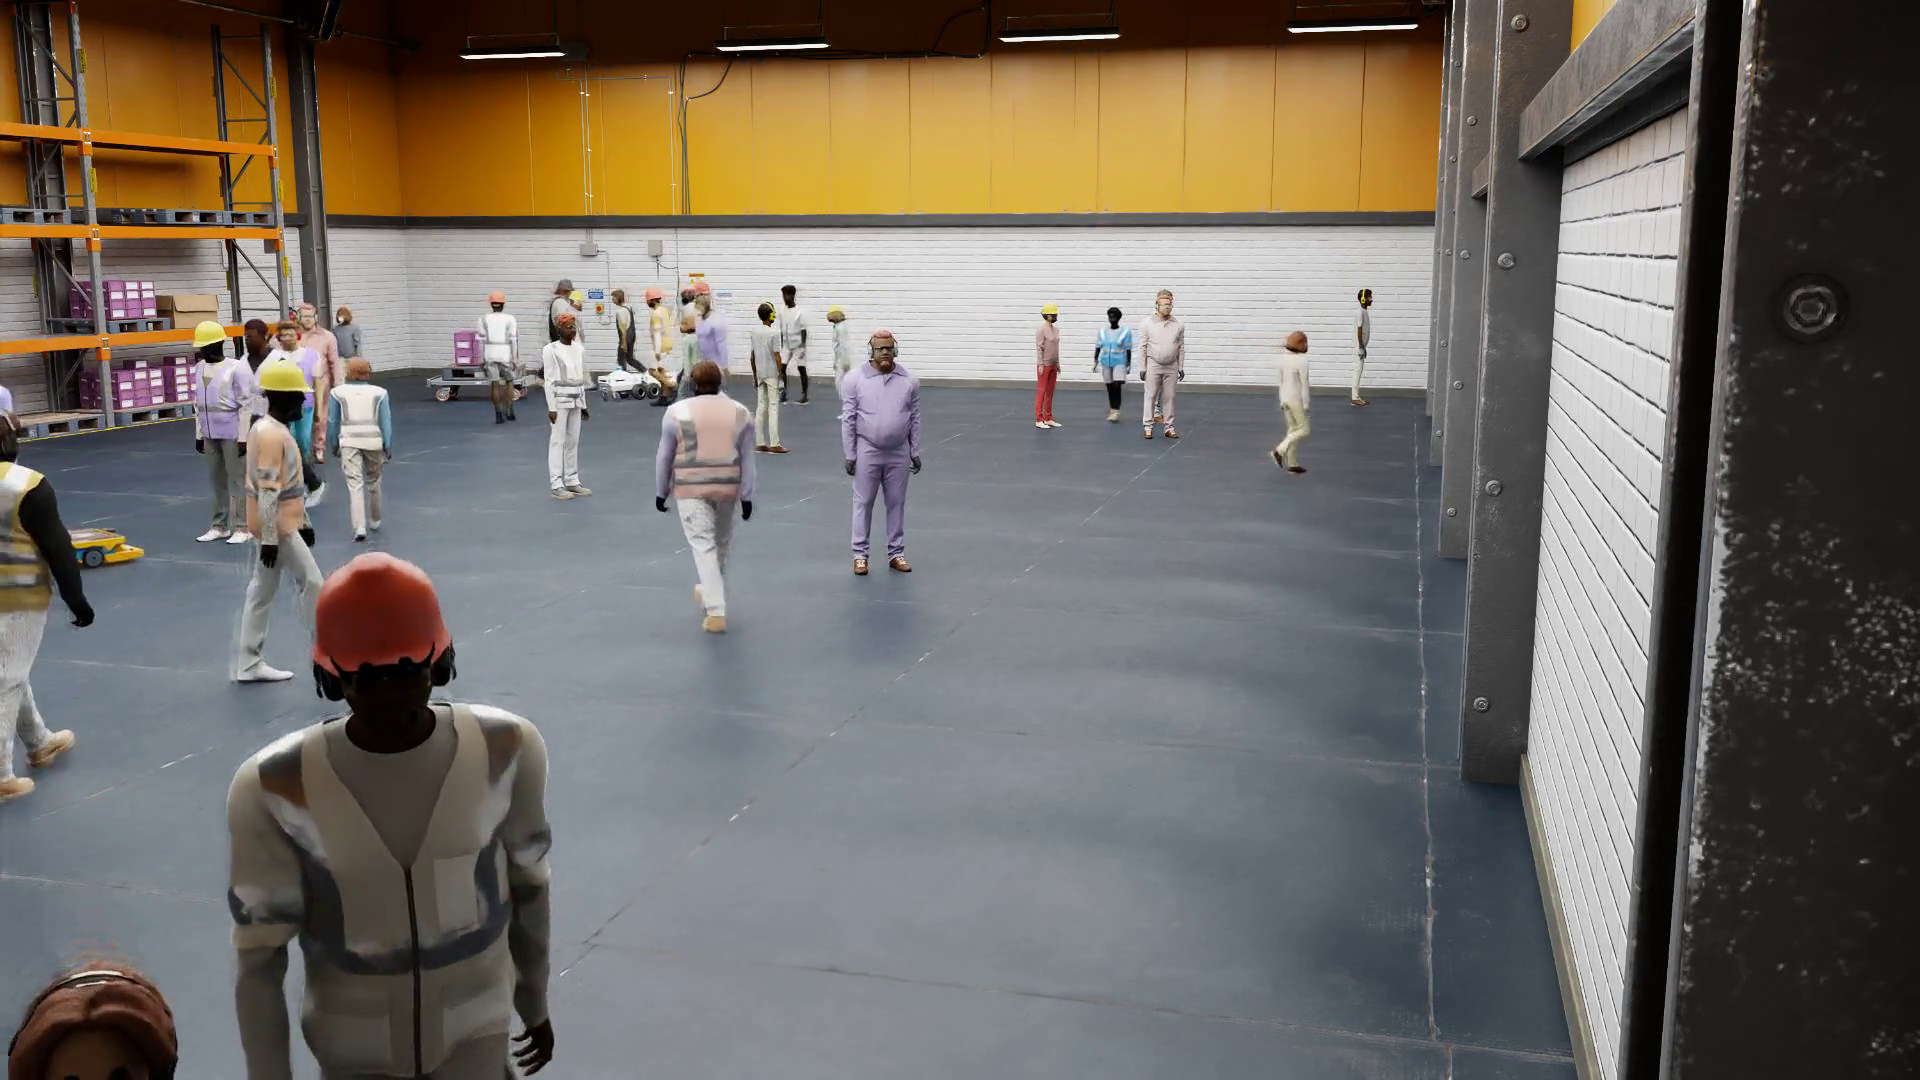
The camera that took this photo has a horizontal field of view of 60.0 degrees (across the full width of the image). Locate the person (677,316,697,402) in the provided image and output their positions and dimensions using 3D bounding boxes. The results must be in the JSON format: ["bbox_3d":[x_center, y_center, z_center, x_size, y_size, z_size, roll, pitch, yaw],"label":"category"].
[{"bbox_3d":[-3.742,-2.344,23.312,0.871,1.586,0.515,5,11,26],"label":"person"}]

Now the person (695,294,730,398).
[{"bbox_3d":[-3.362,-2.414,22.818,0.566,1.912,0.635,-8,13,-37],"label":"person"}]

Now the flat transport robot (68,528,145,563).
[{"bbox_3d":[-7.332,0.104,13.171,0.652,0.197,1.431,9,13,40],"label":"flat transport robot"}]

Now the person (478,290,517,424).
[{"bbox_3d":[-6.672,-2.643,24.071,0.546,1.919,0.514,-2,10,-9],"label":"person"}]

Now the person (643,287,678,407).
[{"bbox_3d":[-4.740,-3.054,26.408,0.505,1.914,0.596,2,10,9],"label":"person"}]

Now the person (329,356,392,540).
[{"bbox_3d":[-5.267,-0.816,14.646,0.508,1.590,0.866,-4,11,-22],"label":"person"}]

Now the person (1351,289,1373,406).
[{"bbox_3d":[6.487,-3.104,26.804,0.327,1.874,0.521,3,10,16],"label":"person"}]

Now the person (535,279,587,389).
[{"bbox_3d":[-7.176,-3.715,29.787,0.991,2.000,0.694,-4,11,-24],"label":"person"}]

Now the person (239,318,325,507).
[{"bbox_3d":[-6.560,-1.185,15.928,0.596,1.878,0.914,4,11,21],"label":"person"}]

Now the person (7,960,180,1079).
[{"bbox_3d":[-1.202,1.353,2.371,0.509,1.598,0.875,-5,11,-27],"label":"person"}]

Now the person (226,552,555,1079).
[{"bbox_3d":[-1.102,0.988,3.321,0.618,1.975,1.065,-4,11,-23],"label":"person"}]

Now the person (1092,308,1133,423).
[{"bbox_3d":[2.184,-2.523,24.102,0.552,1.670,0.778,6,11,29],"label":"person"}]

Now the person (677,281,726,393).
[{"bbox_3d":[-4.560,-3.525,28.964,0.858,1.965,0.646,4,11,20],"label":"person"}]

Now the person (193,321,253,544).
[{"bbox_3d":[-6.359,-0.919,14.306,0.585,1.917,0.380,4,11,23],"label":"person"}]

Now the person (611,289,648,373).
[{"bbox_3d":[-5.813,-3.517,29.331,0.730,1.810,0.560,2,10,9],"label":"person"}]

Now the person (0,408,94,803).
[{"bbox_3d":[-4.433,0.280,7.844,0.645,1.801,0.882,2,10,14],"label":"person"}]

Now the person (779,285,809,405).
[{"bbox_3d":[-2.713,-3.112,26.654,0.635,1.932,0.785,6,12,32],"label":"person"}]

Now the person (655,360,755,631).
[{"bbox_3d":[-1.735,-0.318,11.272,0.627,1.792,0.976,-6,11,-29],"label":"person"}]

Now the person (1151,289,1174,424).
[{"bbox_3d":[2.912,-2.654,24.068,0.376,1.940,0.629,3,10,17],"label":"person"}]

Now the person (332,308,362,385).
[{"bbox_3d":[-9.680,-2.867,26.261,0.515,1.582,0.847,2,10,8],"label":"person"}]

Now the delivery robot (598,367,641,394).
[{"bbox_3d":[-5.647,-2.634,27.608,0.477,0.478,0.707,9,13,41],"label":"delivery robot"}]

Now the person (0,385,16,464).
[{"bbox_3d":[-7.361,-0.584,12.470,0.541,1.905,0.916,-3,10,-15],"label":"person"}]

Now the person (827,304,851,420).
[{"bbox_3d":[-1.759,-2.638,24.636,0.438,1.698,0.539,-1,10,-7],"label":"person"}]

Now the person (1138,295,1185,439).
[{"bbox_3d":[2.687,-2.296,22.120,0.647,1.913,0.409,-2,10,-11],"label":"person"}]

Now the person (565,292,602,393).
[{"bbox_3d":[-6.709,-3.402,28.801,0.930,1.772,0.657,-1,10,-6],"label":"person"}]

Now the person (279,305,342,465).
[{"bbox_3d":[-7.545,-1.789,19.349,0.683,1.864,0.920,-4,11,-20],"label":"person"}]

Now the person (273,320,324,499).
[{"bbox_3d":[-6.667,-1.291,16.698,0.554,1.813,0.655,-6,12,-30],"label":"person"}]

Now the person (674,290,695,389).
[{"bbox_3d":[-4.723,-3.519,29.408,0.943,1.780,0.701,4,11,23],"label":"person"}]

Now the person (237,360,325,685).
[{"bbox_3d":[-3.838,-0.100,9.732,0.927,1.884,0.617,-4,11,-23],"label":"person"}]

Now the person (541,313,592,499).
[{"bbox_3d":[-3.997,-1.365,16.928,0.362,1.883,0.575,5,11,27],"label":"person"}]

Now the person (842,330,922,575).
[{"bbox_3d":[-0.598,-0.682,12.993,0.643,1.910,0.399,-3,11,-18],"label":"person"}]

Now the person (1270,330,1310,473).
[{"bbox_3d":[3.702,-1.534,18.610,0.470,1.616,0.516,-4,11,-23],"label":"person"}]

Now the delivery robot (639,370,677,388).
[{"bbox_3d":[-5.135,-2.725,28.120,0.477,0.478,0.707,9,13,41],"label":"delivery robot"}]

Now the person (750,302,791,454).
[{"bbox_3d":[-2.362,-2.001,20.551,0.514,1.876,0.328,7,12,36],"label":"person"}]

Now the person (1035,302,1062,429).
[{"bbox_3d":[1.255,-2.456,23.440,0.312,1.768,0.522,7,12,34],"label":"person"}]
